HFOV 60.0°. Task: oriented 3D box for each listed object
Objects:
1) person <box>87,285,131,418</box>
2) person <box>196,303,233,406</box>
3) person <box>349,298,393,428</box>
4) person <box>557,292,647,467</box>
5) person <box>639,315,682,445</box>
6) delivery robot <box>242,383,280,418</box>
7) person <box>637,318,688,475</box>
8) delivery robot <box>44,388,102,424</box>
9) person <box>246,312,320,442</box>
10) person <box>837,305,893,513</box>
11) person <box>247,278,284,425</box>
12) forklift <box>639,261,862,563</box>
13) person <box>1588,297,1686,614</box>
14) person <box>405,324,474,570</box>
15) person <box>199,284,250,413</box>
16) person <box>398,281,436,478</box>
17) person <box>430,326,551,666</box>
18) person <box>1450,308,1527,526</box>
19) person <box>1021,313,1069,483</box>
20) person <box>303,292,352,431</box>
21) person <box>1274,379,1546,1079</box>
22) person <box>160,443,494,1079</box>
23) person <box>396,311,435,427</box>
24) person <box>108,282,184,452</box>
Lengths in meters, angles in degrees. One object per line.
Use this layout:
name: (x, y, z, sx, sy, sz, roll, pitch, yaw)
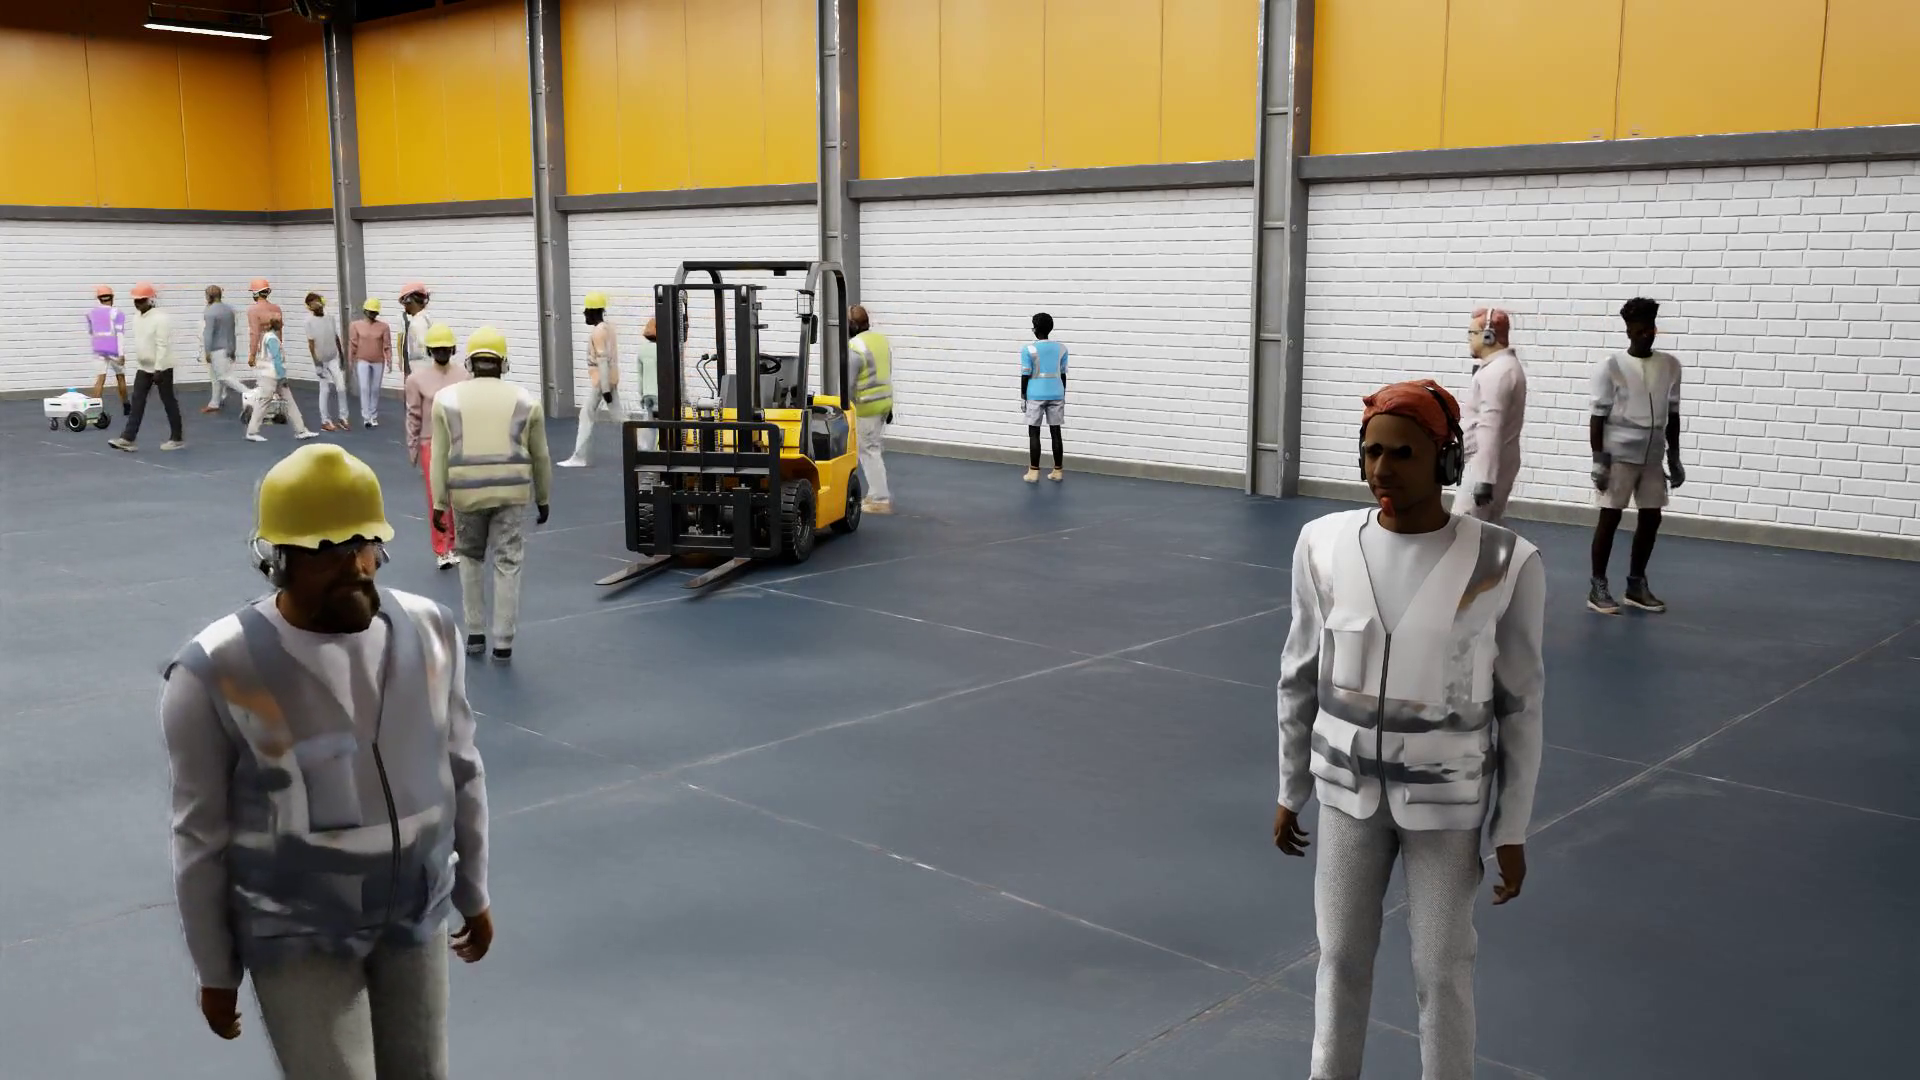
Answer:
person: (-12.169, -2.691, 23.785, 0.575, 1.873, 0.991, 0, 9, -2)
person: (-11.455, -2.836, 25.554, 0.511, 1.596, 0.833, -2, 9, -11)
person: (-7.846, -2.356, 22.204, 0.545, 1.723, 0.843, -5, 10, -27)
person: (-3.793, -1.709, 17.801, 0.987, 1.883, 0.589, 0, 9, 2)
person: (-3.518, -1.882, 19.701, 0.885, 1.589, 0.536, 4, 10, 24)
delivery robot: (-9.591, -1.914, 22.806, 0.477, 0.478, 0.707, -7, 11, -35)
person: (-3.073, -1.461, 17.025, 0.511, 1.632, 0.327, 7, 12, 38)
delivery robot: (-11.656, -1.758, 21.849, 0.707, 0.478, 0.477, 2, 10, 15)
person: (-8.408, -2.003, 20.451, 0.857, 1.588, 0.535, -3, 10, -19)
person: (-0.847, -1.114, 14.388, 0.540, 1.812, 0.657, 4, 10, 23)
person: (-9.482, -2.567, 22.689, 0.381, 1.994, 0.621, 3, 10, 15)
forklift: (-1.552, -1.040, 12.721, 1.214, 2.155, 2.313, 2, 9, 11)
person: (4.169, -0.516, 10.271, 0.650, 1.943, 0.387, -2, 9, -12)
person: (-3.589, -0.645, 11.727, 0.528, 1.733, 0.846, -5, 11, -29)
person: (-10.715, -2.771, 24.252, 0.894, 1.910, 0.634, 1, 9, 5)
person: (-5.475, -1.636, 17.000, 0.514, 1.991, 0.687, -1, 9, -9)
person: (-2.531, -0.245, 9.010, 0.624, 1.809, 0.649, -2, 10, -15)
person: (3.070, -0.400, 9.705, 0.438, 1.894, 0.680, 4, 10, 23)
person: (0.836, -1.413, 16.561, 0.537, 1.694, 0.320, -4, 10, -23)
person: (-8.224, -2.304, 21.623, 0.532, 1.819, 0.619, 8, 12, 39)
person: (0.977, 0.586, 3.701, 0.584, 1.882, 0.337, 6, 11, 33)
person: (-1.236, 0.696, 3.253, 0.731, 1.805, 0.599, 8, 12, 41)
person: (-7.310, -2.446, 22.405, 0.504, 1.847, 0.345, -4, 10, -25)
person: (-9.441, -1.984, 19.234, 0.626, 1.953, 0.910, 4, 10, 23)
